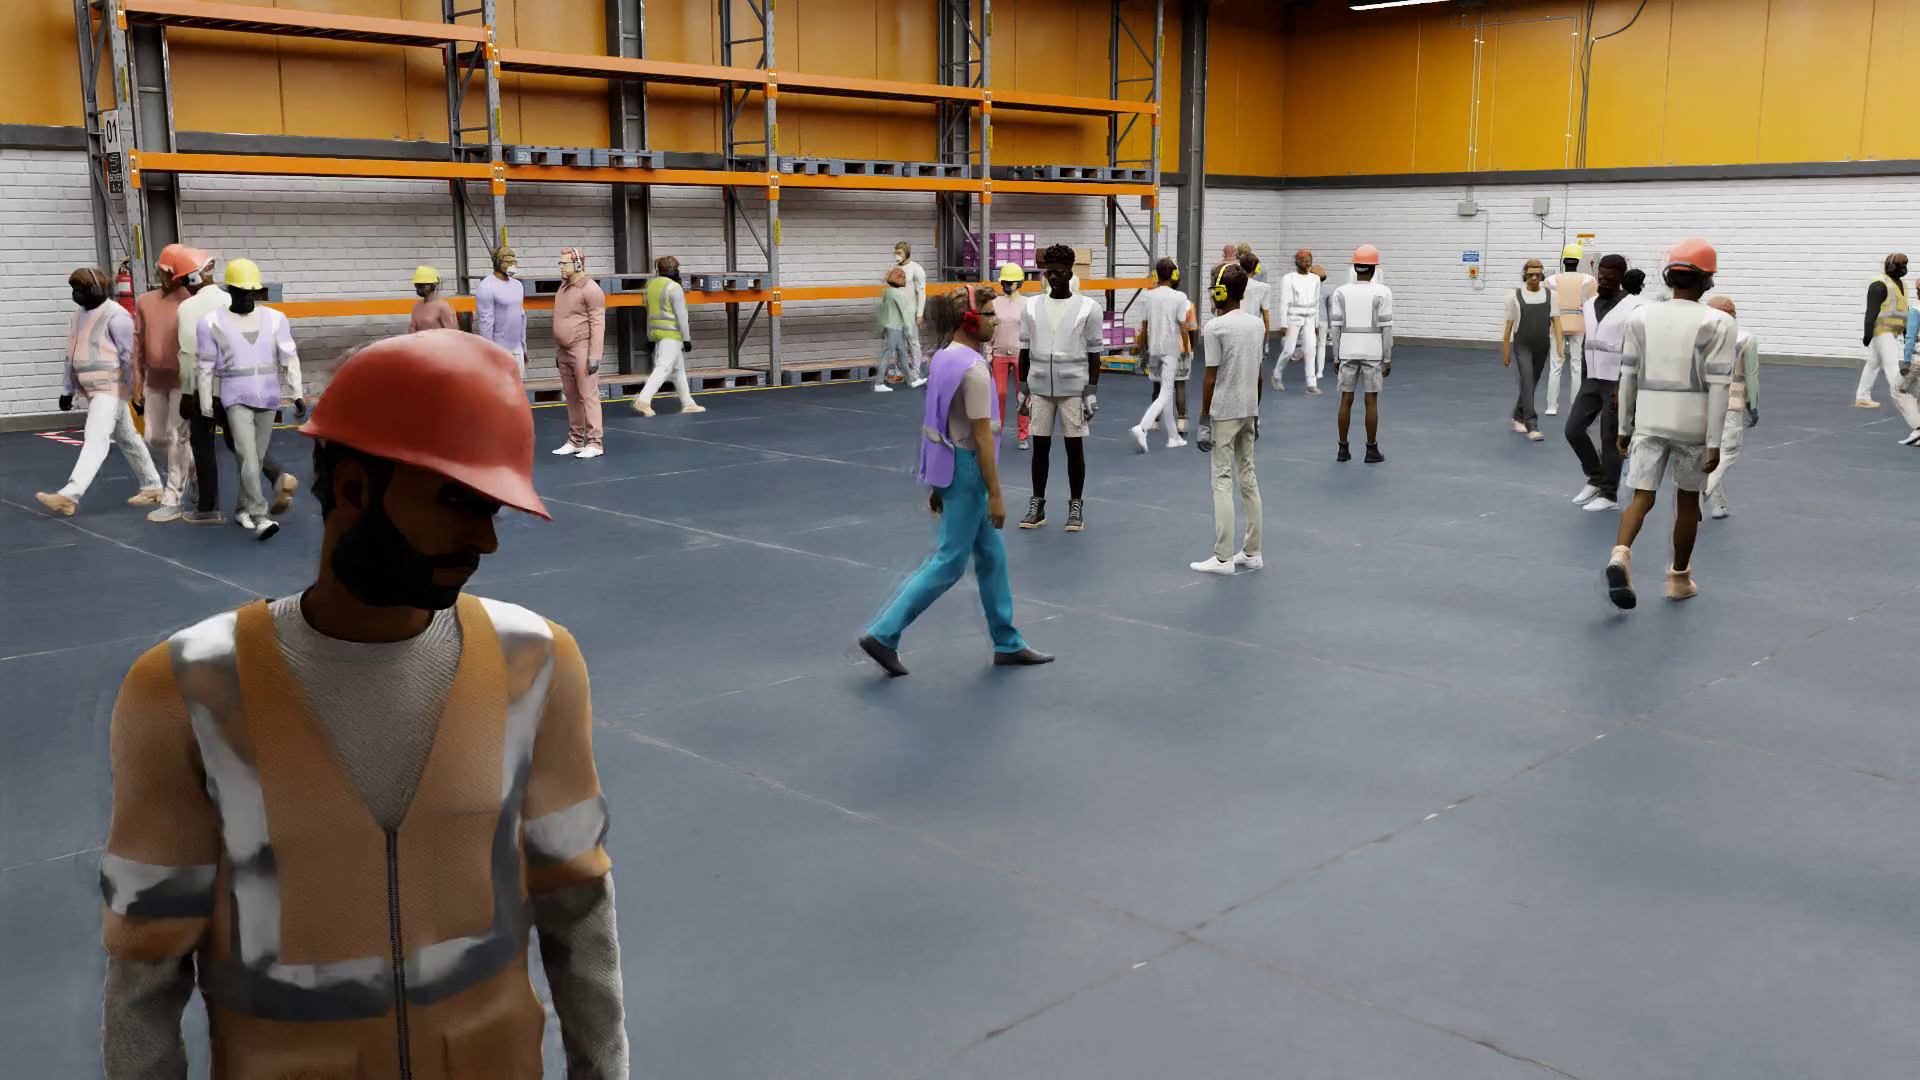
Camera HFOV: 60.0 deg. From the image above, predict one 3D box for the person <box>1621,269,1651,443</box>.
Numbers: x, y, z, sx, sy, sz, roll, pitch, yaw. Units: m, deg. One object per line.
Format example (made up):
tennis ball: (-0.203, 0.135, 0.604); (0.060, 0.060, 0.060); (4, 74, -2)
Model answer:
person: (6.535, -1.799, 16.289); (0.322, 1.697, 0.535); (-8, 13, -38)

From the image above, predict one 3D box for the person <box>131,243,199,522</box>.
person: (-5.574, -1.125, 11.884); (0.647, 1.964, 0.628); (3, 11, 14)

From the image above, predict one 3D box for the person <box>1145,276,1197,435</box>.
person: (2.140, -1.898, 16.976); (0.540, 1.685, 0.636); (1, 10, 7)

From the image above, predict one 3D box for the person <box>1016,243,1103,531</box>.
person: (0.673, -1.042, 11.427); (0.605, 1.966, 0.367); (3, 11, 18)

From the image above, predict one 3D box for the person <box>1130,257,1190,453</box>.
person: (1.890, -1.739, 15.641); (0.521, 1.828, 0.907); (9, 13, 39)

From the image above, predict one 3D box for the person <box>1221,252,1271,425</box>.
person: (2.979, -2.096, 17.535); (0.542, 1.842, 0.760); (1, 10, 7)

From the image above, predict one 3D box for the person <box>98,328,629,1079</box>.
person: (-0.697, 0.710, 2.048); (0.607, 1.906, 0.372); (-6, 12, -30)

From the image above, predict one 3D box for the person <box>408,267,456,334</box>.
person: (-5.097, -1.740, 15.918); (0.550, 1.718, 0.927); (8, 13, 36)

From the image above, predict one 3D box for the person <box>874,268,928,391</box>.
person: (-0.758, -2.732, 21.648); (0.866, 1.586, 0.512); (-5, 11, -23)

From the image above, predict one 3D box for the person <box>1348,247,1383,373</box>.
person: (5.972, -3.354, 24.299); (0.613, 1.865, 0.603); (-5, 12, -26)

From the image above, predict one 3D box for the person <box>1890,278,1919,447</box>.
person: (9.171, -1.694, 15.887); (0.537, 1.627, 0.366); (-5, 11, -24)

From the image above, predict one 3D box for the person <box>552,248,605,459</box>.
person: (-3.510, -1.703, 15.195); (0.651, 1.907, 0.409); (10, 14, 44)

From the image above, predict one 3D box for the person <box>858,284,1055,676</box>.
person: (-0.024, -0.268, 7.647); (0.914, 1.816, 0.579); (-2, 11, -12)

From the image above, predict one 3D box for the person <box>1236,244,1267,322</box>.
person: (4.097, -3.305, 23.981); (0.638, 1.886, 1.006); (1, 10, 4)

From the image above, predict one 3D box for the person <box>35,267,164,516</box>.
person: (-6.344, -1.091, 12.192); (0.630, 1.782, 1.024); (8, 13, 39)

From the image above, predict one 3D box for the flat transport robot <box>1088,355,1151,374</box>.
flat transport robot: (2.567, -2.594, 24.516); (0.652, 0.197, 1.431); (-10, 14, -44)

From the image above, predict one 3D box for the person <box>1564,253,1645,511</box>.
person: (4.734, -1.142, 12.193); (0.462, 1.891, 0.591); (-4, 11, -23)

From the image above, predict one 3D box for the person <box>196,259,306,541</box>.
person: (-4.754, -0.945, 11.191); (0.590, 1.860, 1.033); (-10, 14, -44)

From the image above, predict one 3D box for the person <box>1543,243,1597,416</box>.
person: (6.810, -2.346, 18.644); (0.584, 1.928, 0.373); (4, 11, 21)

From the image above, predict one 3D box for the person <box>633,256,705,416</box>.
person: (-3.322, -2.296, 18.748); (0.950, 1.808, 0.633); (-8, 13, -36)

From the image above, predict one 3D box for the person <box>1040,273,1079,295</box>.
person: (1.430, -3.233, 23.814); (0.589, 1.804, 0.576); (4, 11, 23)

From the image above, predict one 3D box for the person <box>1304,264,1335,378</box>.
person: (5.026, -3.077, 23.474); (0.520, 1.620, 0.511); (2, 11, 11)

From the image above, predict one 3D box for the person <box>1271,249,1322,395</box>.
person: (4.358, -2.816, 21.423); (0.590, 1.854, 0.905); (-4, 11, -19)

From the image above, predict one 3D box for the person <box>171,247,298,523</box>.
person: (-5.102, -1.068, 11.634); (0.788, 1.942, 0.681); (3, 11, 17)

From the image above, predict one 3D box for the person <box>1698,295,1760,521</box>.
person: (5.307, -0.915, 11.715); (0.693, 1.604, 0.547); (-10, 14, -43)

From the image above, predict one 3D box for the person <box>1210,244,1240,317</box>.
person: (4.354, -3.822, 26.821); (0.661, 1.884, 0.584); (1, 10, 7)

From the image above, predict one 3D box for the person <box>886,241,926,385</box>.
person: (-0.747, -3.077, 22.605); (0.635, 1.936, 0.354); (8, 13, 38)

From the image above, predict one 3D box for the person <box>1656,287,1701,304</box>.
person: (8.430, -2.420, 19.610); (0.509, 1.721, 0.549); (2, 11, 10)

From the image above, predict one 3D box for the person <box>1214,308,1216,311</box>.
person: (4.555, -3.984, 28.379); (0.497, 1.634, 0.287); (1, 10, 3)

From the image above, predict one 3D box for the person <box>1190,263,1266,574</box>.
person: (1.624, -0.723, 10.004); (0.506, 1.858, 0.329); (-9, 13, -39)

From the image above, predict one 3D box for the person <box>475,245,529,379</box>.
person: (-4.262, -1.773, 15.534); (0.369, 1.932, 0.623); (3, 11, 18)

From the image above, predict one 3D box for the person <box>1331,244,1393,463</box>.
person: (3.583, -1.652, 14.832); (0.544, 1.939, 0.354); (5, 12, 27)

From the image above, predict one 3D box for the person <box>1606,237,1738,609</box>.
person: (3.818, -0.615, 8.975); (0.617, 2.020, 0.904); (10, 14, 42)

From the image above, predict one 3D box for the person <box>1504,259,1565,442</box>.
person: (5.713, -1.915, 16.686); (0.523, 1.800, 0.993); (0, 10, -2)

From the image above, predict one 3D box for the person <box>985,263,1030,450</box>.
person: (0.488, -1.726, 15.716); (0.524, 1.764, 0.329); (3, 11, 14)

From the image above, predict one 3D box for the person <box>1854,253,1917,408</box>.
person: (10.849, -2.394, 19.233); (0.659, 1.802, 0.901); (-8, 13, -38)
